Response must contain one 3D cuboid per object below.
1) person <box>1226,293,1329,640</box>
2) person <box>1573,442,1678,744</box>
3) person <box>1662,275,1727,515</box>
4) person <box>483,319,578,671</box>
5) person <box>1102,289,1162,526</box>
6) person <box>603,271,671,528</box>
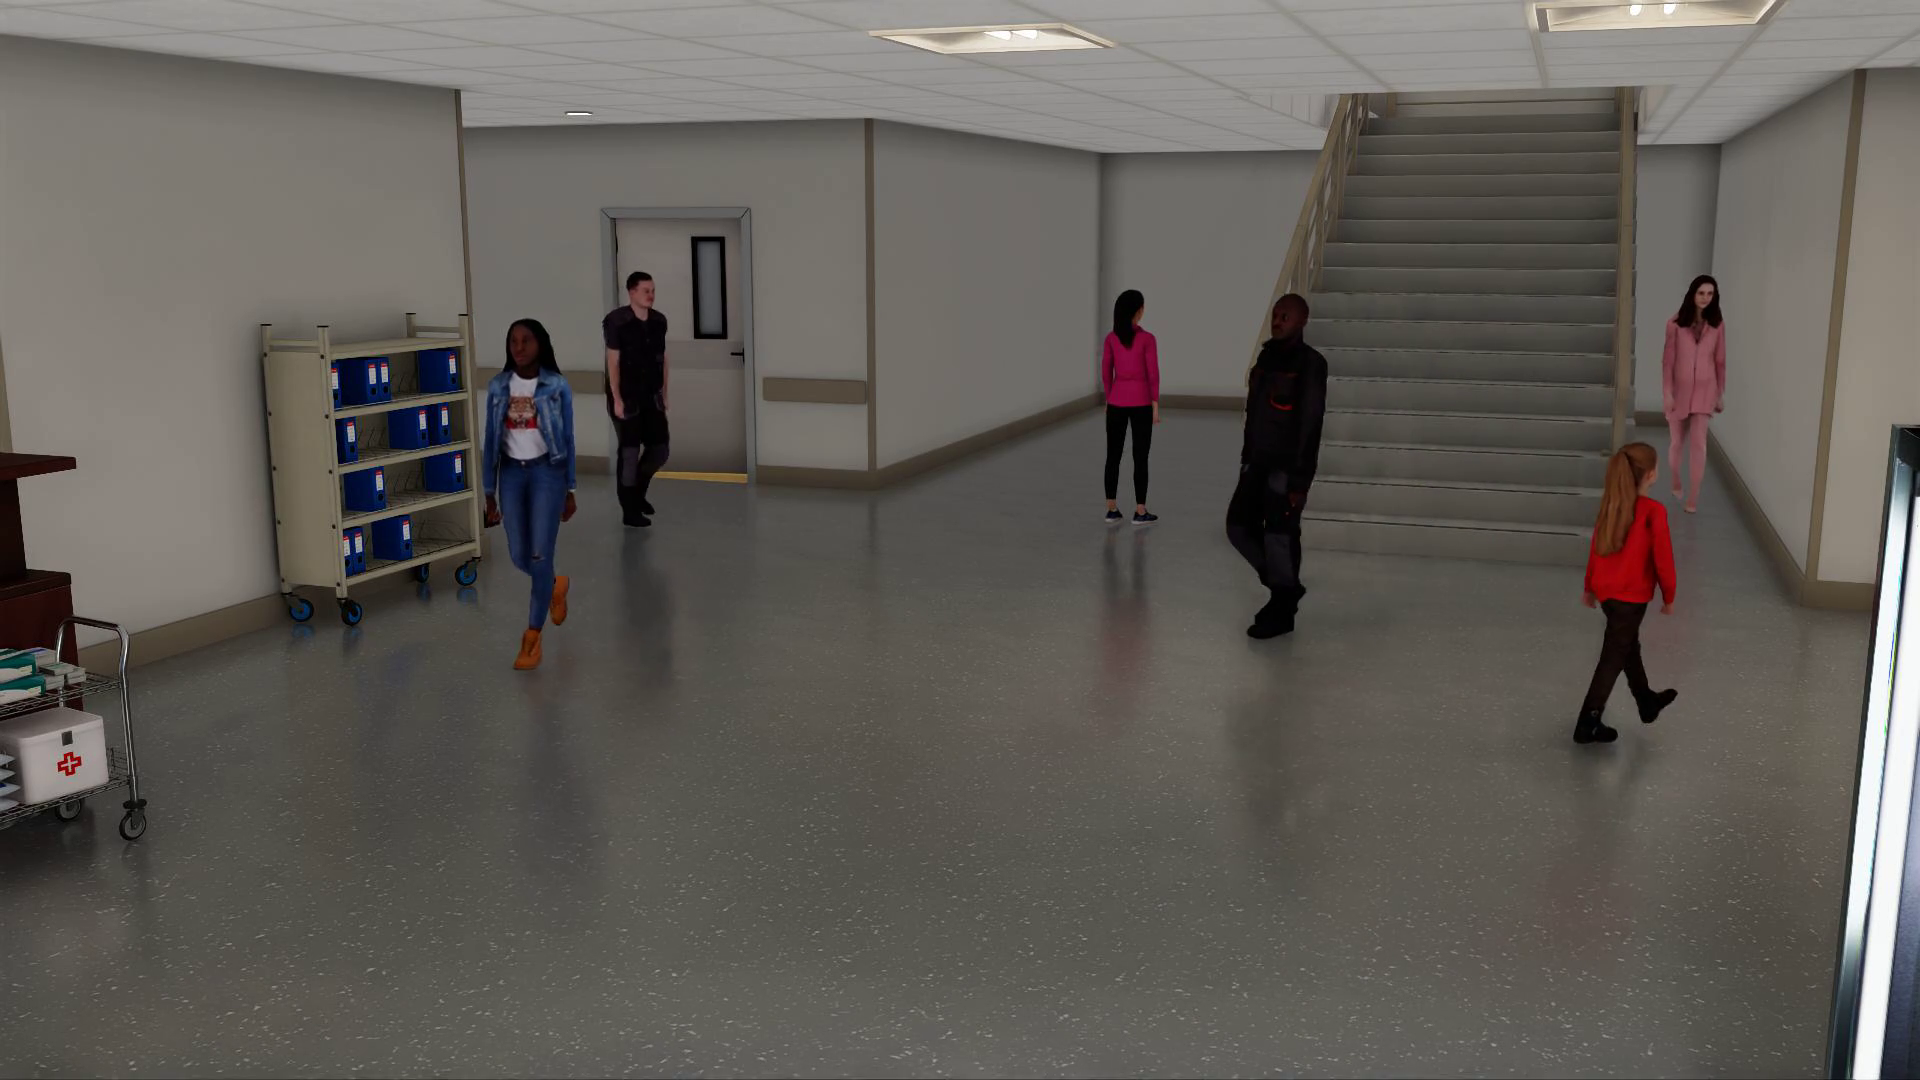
[{"bbox_3d":[1.772,-0.395,8.803,0.924,1.809,0.872,-6,12,-29],"label":"person"},{"bbox_3d":[2.723,0.243,6.922,0.914,1.256,0.857,-5,12,-25],"label":"person"},{"bbox_3d":[5.521,-1.095,12.611,0.607,1.764,0.971,3,11,17],"label":"person"},{"bbox_3d":[-2.109,-0.242,8.328,0.803,1.686,1.158,1,11,5],"label":"person"},{"bbox_3d":[1.231,-0.971,12.135,0.622,1.698,0.606,6,12,29],"label":"person"},{"bbox_3d":[-2.412,-1.010,12.006,0.927,1.823,0.844,10,15,44],"label":"person"}]
